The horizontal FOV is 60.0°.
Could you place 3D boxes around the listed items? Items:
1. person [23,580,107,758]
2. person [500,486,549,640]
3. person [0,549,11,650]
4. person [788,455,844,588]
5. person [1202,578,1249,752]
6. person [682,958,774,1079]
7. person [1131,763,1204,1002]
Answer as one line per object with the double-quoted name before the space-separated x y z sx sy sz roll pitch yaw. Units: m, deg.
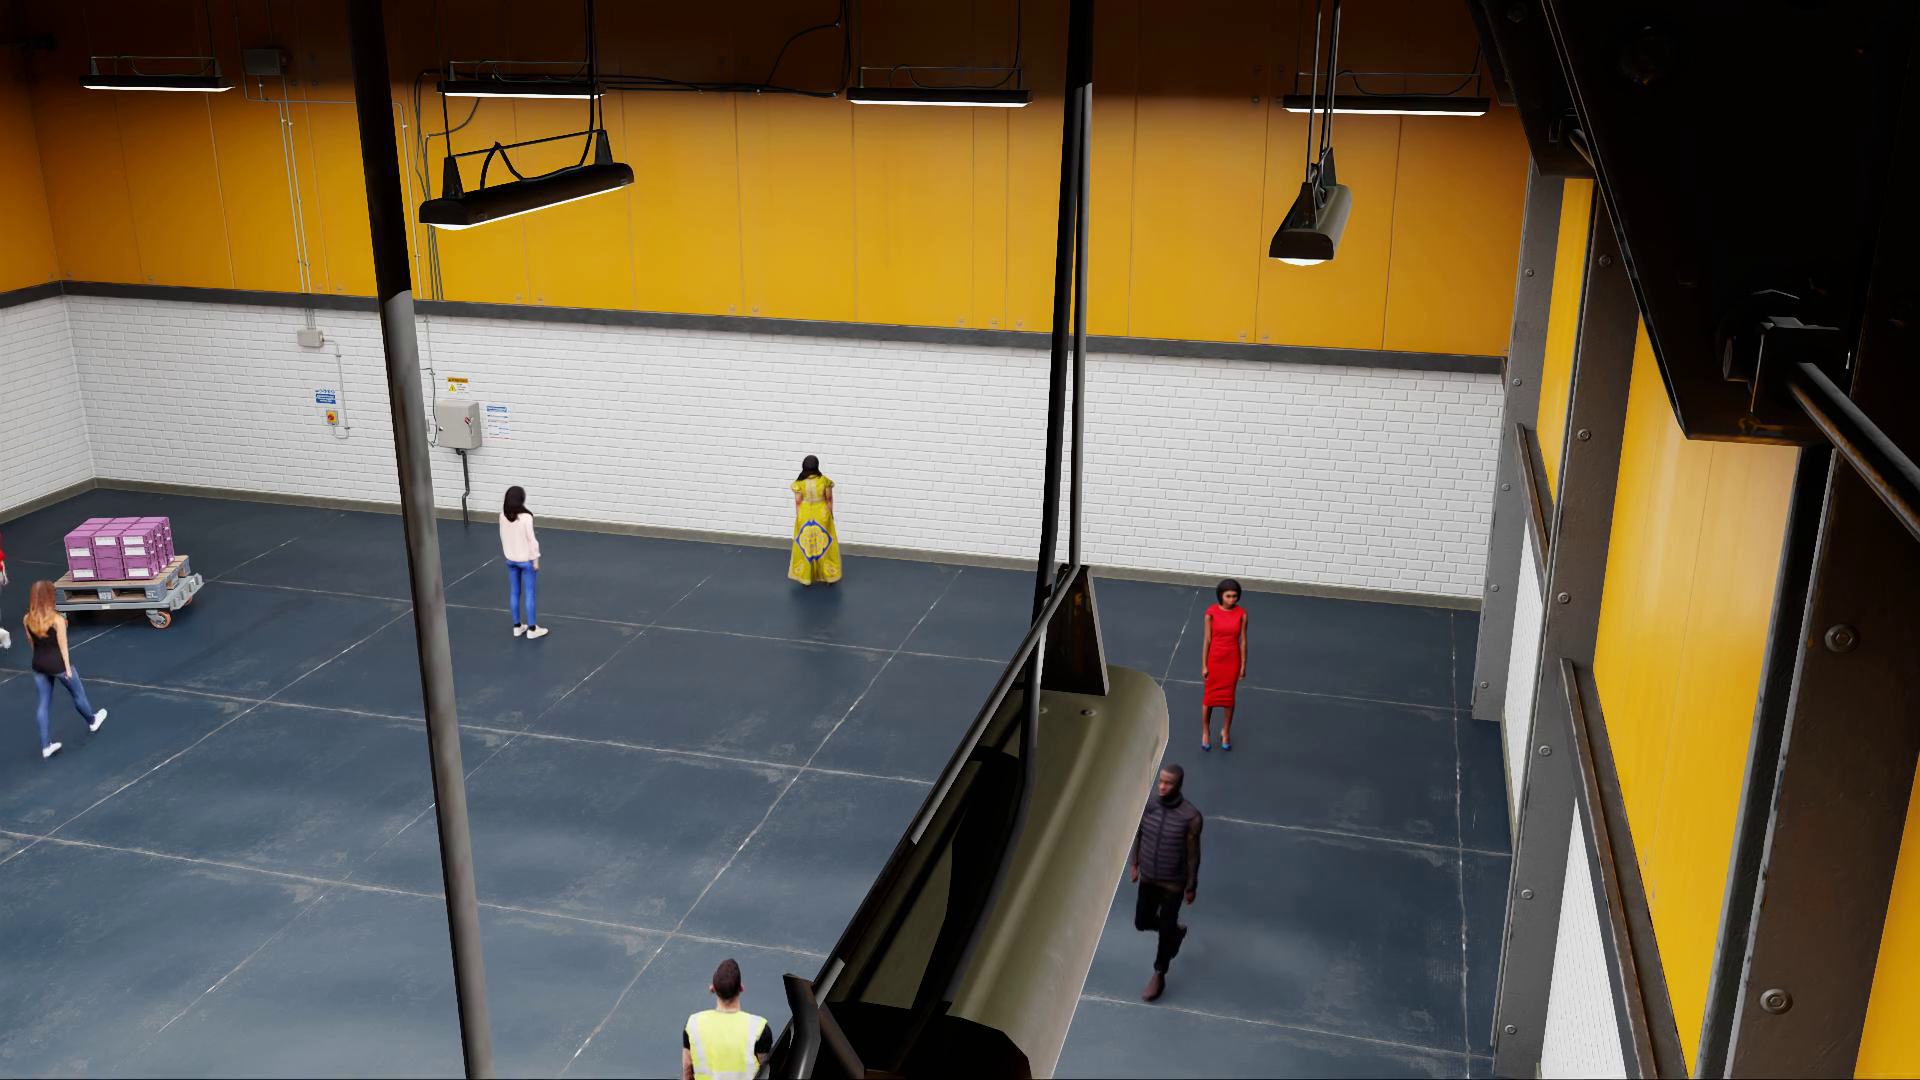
"person" -8.707 1.262 15.862 0.709 1.672 1.088 2 19 5
"person" -4.954 0.240 18.745 0.690 1.768 0.617 9 21 25
"person" -10.674 0.451 18.261 0.939 1.678 0.989 16 25 40
"person" -1.786 -0.244 20.353 0.970 1.660 0.945 -2 19 -6
"person" 2.523 1.188 15.973 0.617 1.741 0.570 1 19 3
"person" -1.326 3.298 9.594 0.849 1.815 1.086 1 19 4
"person" 1.533 2.440 12.127 0.895 1.824 1.020 13 23 33
